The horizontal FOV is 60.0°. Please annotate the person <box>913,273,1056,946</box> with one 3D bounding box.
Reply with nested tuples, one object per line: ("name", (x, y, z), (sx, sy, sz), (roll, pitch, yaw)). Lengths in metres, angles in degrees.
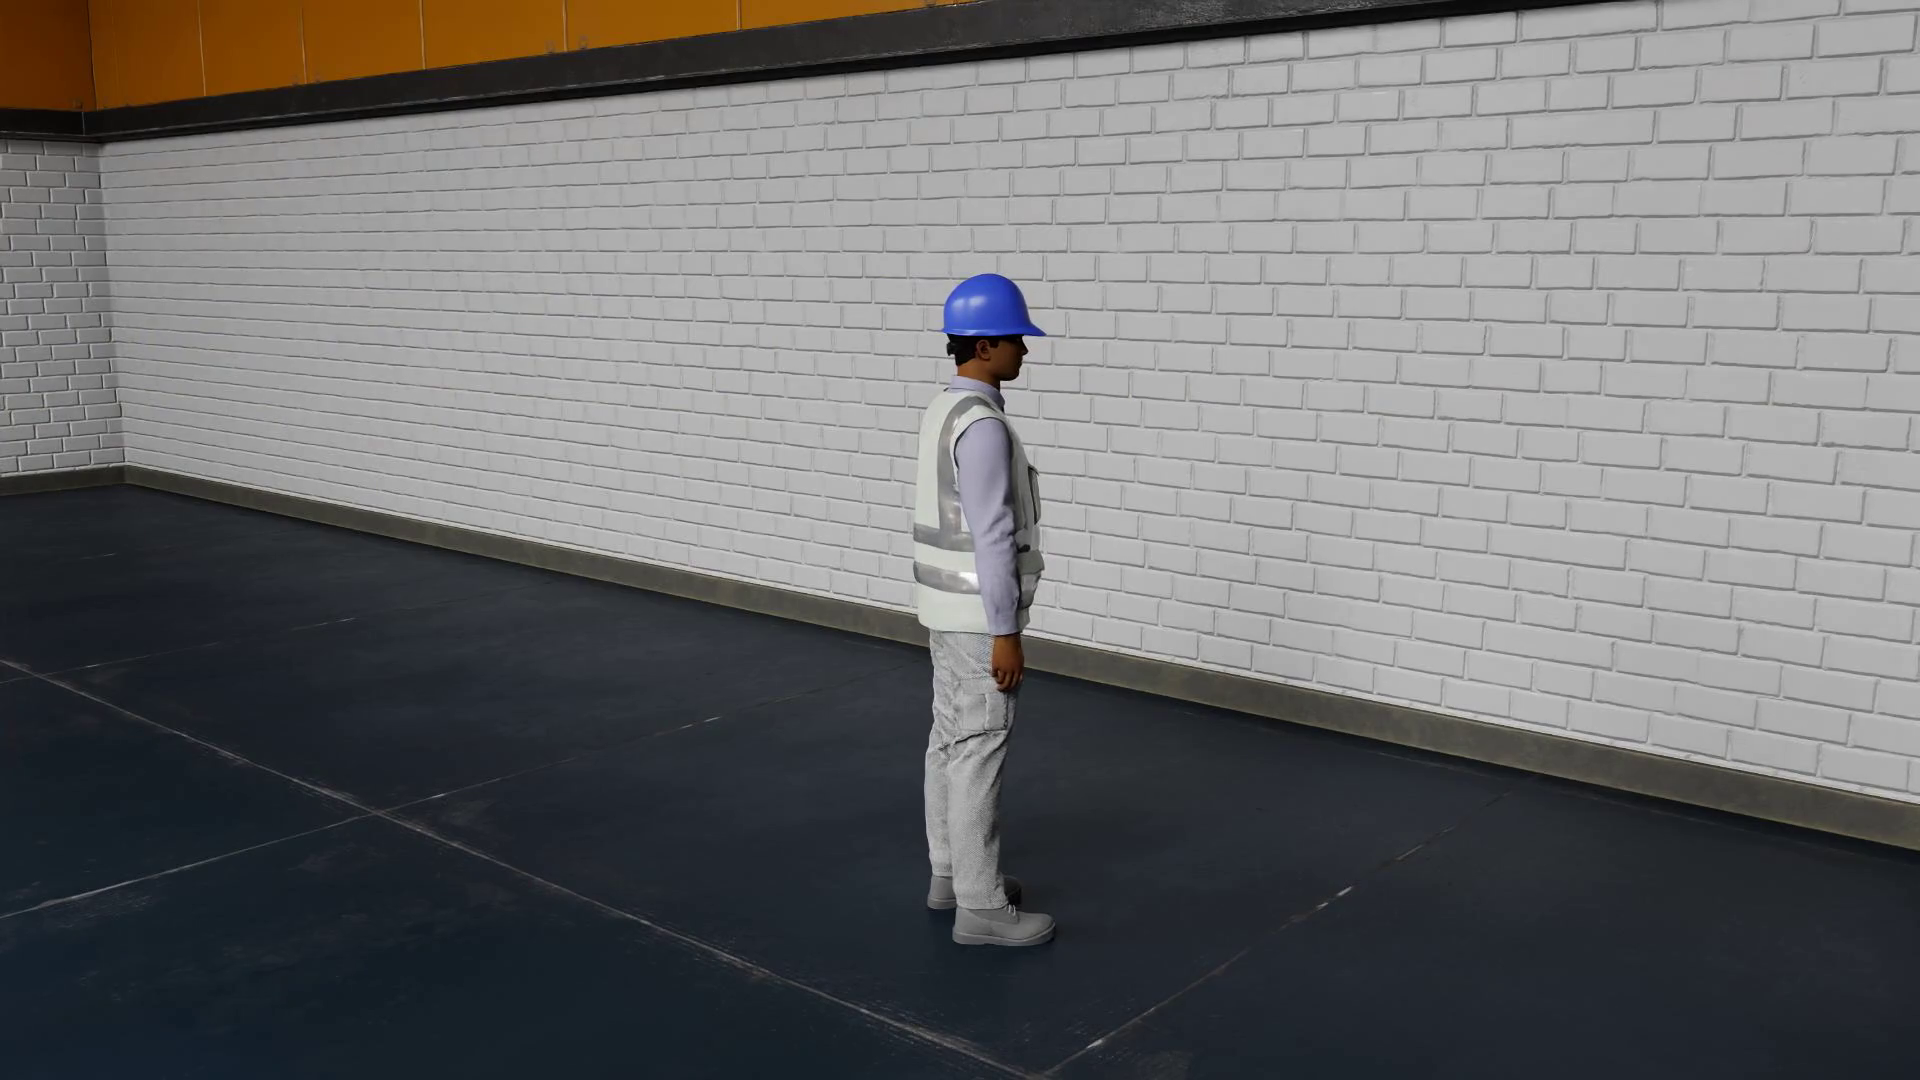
("person", (0.056, 0.205, 4.879), (0.384, 1.949, 0.604), (-2, 10, -14))
